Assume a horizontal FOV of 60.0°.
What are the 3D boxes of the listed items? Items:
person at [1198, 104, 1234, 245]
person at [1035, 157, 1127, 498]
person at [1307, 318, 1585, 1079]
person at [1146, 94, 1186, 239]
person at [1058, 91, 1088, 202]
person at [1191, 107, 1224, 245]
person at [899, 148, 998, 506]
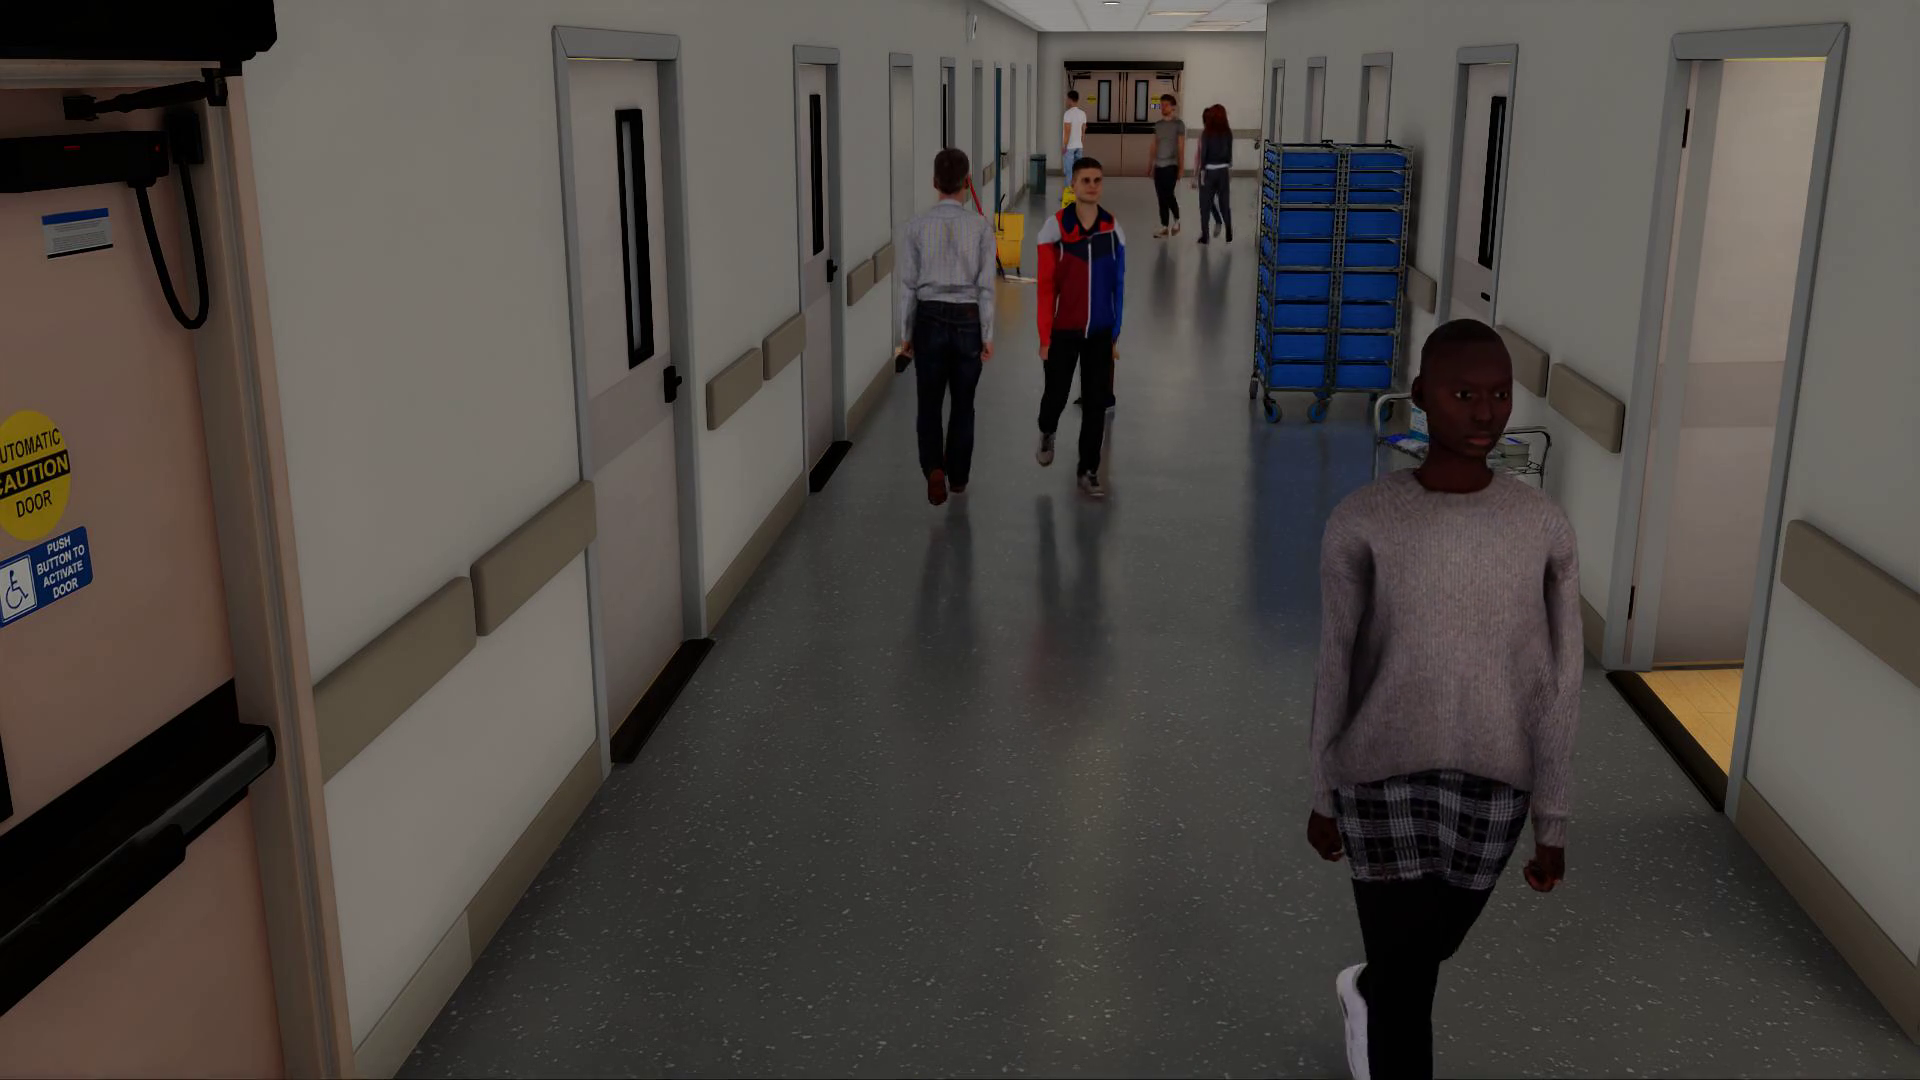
[{"bbox_3d":[3.292,-4.621,21.182,0.698,1.758,1.047,-2,16,-7],"label":"person"},{"bbox_3d":[0.605,-1.126,8.810,0.811,1.746,0.987,-4,16,-13],"label":"person"},{"bbox_3d":[0.880,0.459,3.202,0.676,1.739,1.157,0,16,-1],"label":"person"},{"bbox_3d":[2.824,-5.007,22.322,0.793,1.884,0.844,13,20,39],"label":"person"},{"bbox_3d":[1.959,-6.814,28.771,0.741,1.863,0.811,-14,21,-40],"label":"person"},{"bbox_3d":[3.318,-4.750,21.691,0.854,1.732,0.791,-14,21,-41],"label":"person"},{"bbox_3d":[-0.065,-1.049,8.446,0.676,1.795,1.136,1,16,2],"label":"person"}]
